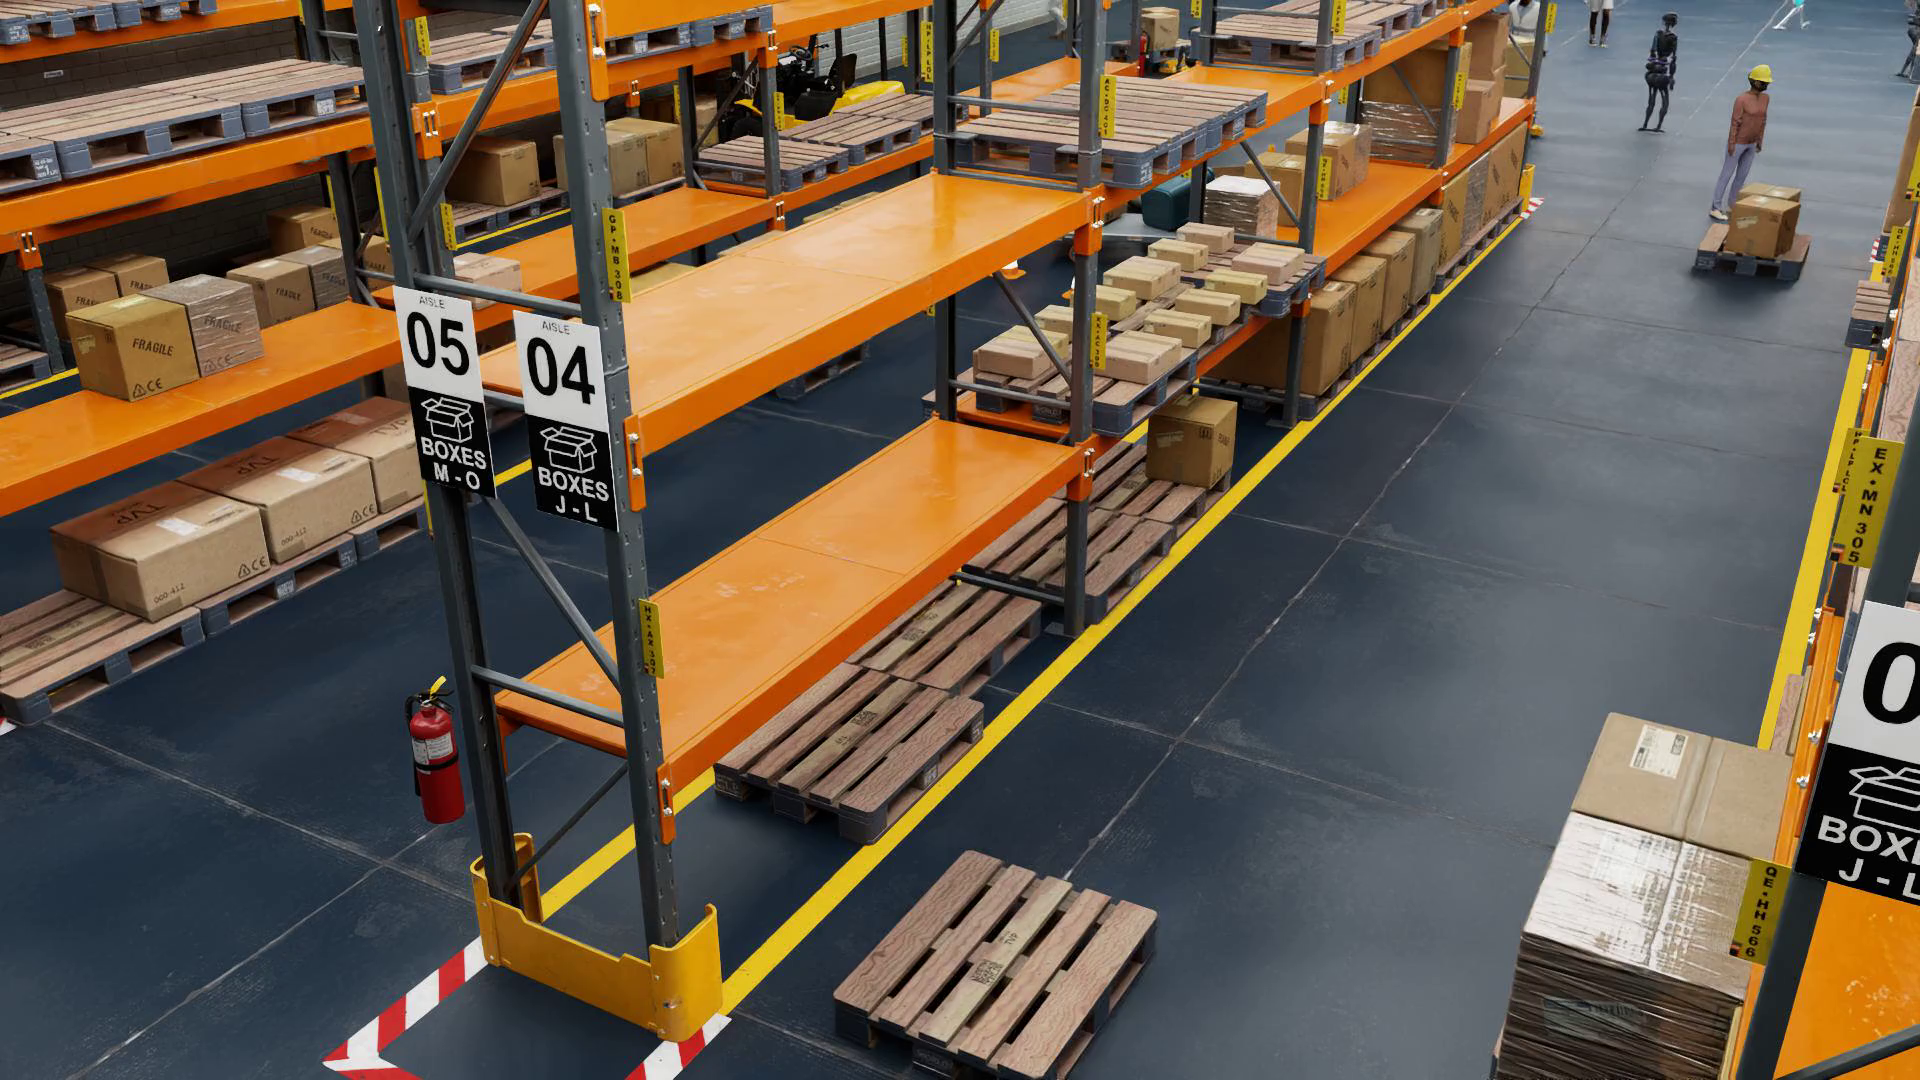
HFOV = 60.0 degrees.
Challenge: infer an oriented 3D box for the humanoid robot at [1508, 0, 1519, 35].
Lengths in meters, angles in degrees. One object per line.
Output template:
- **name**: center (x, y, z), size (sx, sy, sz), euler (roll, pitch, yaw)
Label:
- **humanoid robot**: center (9.129, -8.438, 27.308), size (0.762, 1.639, 0.593), euler (13, 28, 24)

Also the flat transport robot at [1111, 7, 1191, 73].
- **flat transport robot**: center (3.298, -8.128, 28.231), size (0.659, 0.231, 1.431), euler (-21, 33, -36)

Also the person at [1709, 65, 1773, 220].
- **person**: center (9.031, -4.564, 19.112), size (0.520, 1.758, 0.338), euler (-12, 28, -24)

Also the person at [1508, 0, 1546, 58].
- **person**: center (8.500, -7.463, 25.045), size (1.074, 1.846, 0.644), euler (-18, 31, -33)

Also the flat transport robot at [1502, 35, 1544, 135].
- **flat transport robot**: center (7.474, -5.897, 23.595), size (1.431, 0.231, 0.659), euler (0, 26, 0)

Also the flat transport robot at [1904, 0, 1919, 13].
- **flat transport robot**: center (19.485, -10.448, 33.053), size (0.659, 0.231, 1.431), euler (8, 27, 16)

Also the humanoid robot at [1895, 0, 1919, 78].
- **humanoid robot**: center (15.714, -8.389, 27.154), size (0.603, 1.655, 0.474), euler (-20, 32, -35)

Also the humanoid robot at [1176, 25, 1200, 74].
- **humanoid robot**: center (3.157, -6.104, 22.474), size (0.589, 1.648, 0.713), euler (21, 33, 37)

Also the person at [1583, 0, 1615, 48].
- **person**: center (11.518, -9.834, 29.882), size (0.603, 1.912, 0.771), euler (5, 26, 11)

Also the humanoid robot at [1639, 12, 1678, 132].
- **humanoid robot**: center (9.861, -6.583, 23.394), size (0.385, 1.654, 0.608), euler (-5, 26, -10)

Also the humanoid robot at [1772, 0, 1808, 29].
- **humanoid robot**: center (15.993, -10.574, 31.692), size (0.870, 1.841, 0.549), euler (0, 26, 0)

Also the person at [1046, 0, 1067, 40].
- **person**: center (1.791, -10.137, 30.507), size (0.450, 1.915, 0.673), euler (3, 26, 6)

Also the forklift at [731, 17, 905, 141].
- **forklift**: center (-1.819, -5.975, 21.543), size (2.313, 2.155, 1.214), euler (14, 29, 26)
